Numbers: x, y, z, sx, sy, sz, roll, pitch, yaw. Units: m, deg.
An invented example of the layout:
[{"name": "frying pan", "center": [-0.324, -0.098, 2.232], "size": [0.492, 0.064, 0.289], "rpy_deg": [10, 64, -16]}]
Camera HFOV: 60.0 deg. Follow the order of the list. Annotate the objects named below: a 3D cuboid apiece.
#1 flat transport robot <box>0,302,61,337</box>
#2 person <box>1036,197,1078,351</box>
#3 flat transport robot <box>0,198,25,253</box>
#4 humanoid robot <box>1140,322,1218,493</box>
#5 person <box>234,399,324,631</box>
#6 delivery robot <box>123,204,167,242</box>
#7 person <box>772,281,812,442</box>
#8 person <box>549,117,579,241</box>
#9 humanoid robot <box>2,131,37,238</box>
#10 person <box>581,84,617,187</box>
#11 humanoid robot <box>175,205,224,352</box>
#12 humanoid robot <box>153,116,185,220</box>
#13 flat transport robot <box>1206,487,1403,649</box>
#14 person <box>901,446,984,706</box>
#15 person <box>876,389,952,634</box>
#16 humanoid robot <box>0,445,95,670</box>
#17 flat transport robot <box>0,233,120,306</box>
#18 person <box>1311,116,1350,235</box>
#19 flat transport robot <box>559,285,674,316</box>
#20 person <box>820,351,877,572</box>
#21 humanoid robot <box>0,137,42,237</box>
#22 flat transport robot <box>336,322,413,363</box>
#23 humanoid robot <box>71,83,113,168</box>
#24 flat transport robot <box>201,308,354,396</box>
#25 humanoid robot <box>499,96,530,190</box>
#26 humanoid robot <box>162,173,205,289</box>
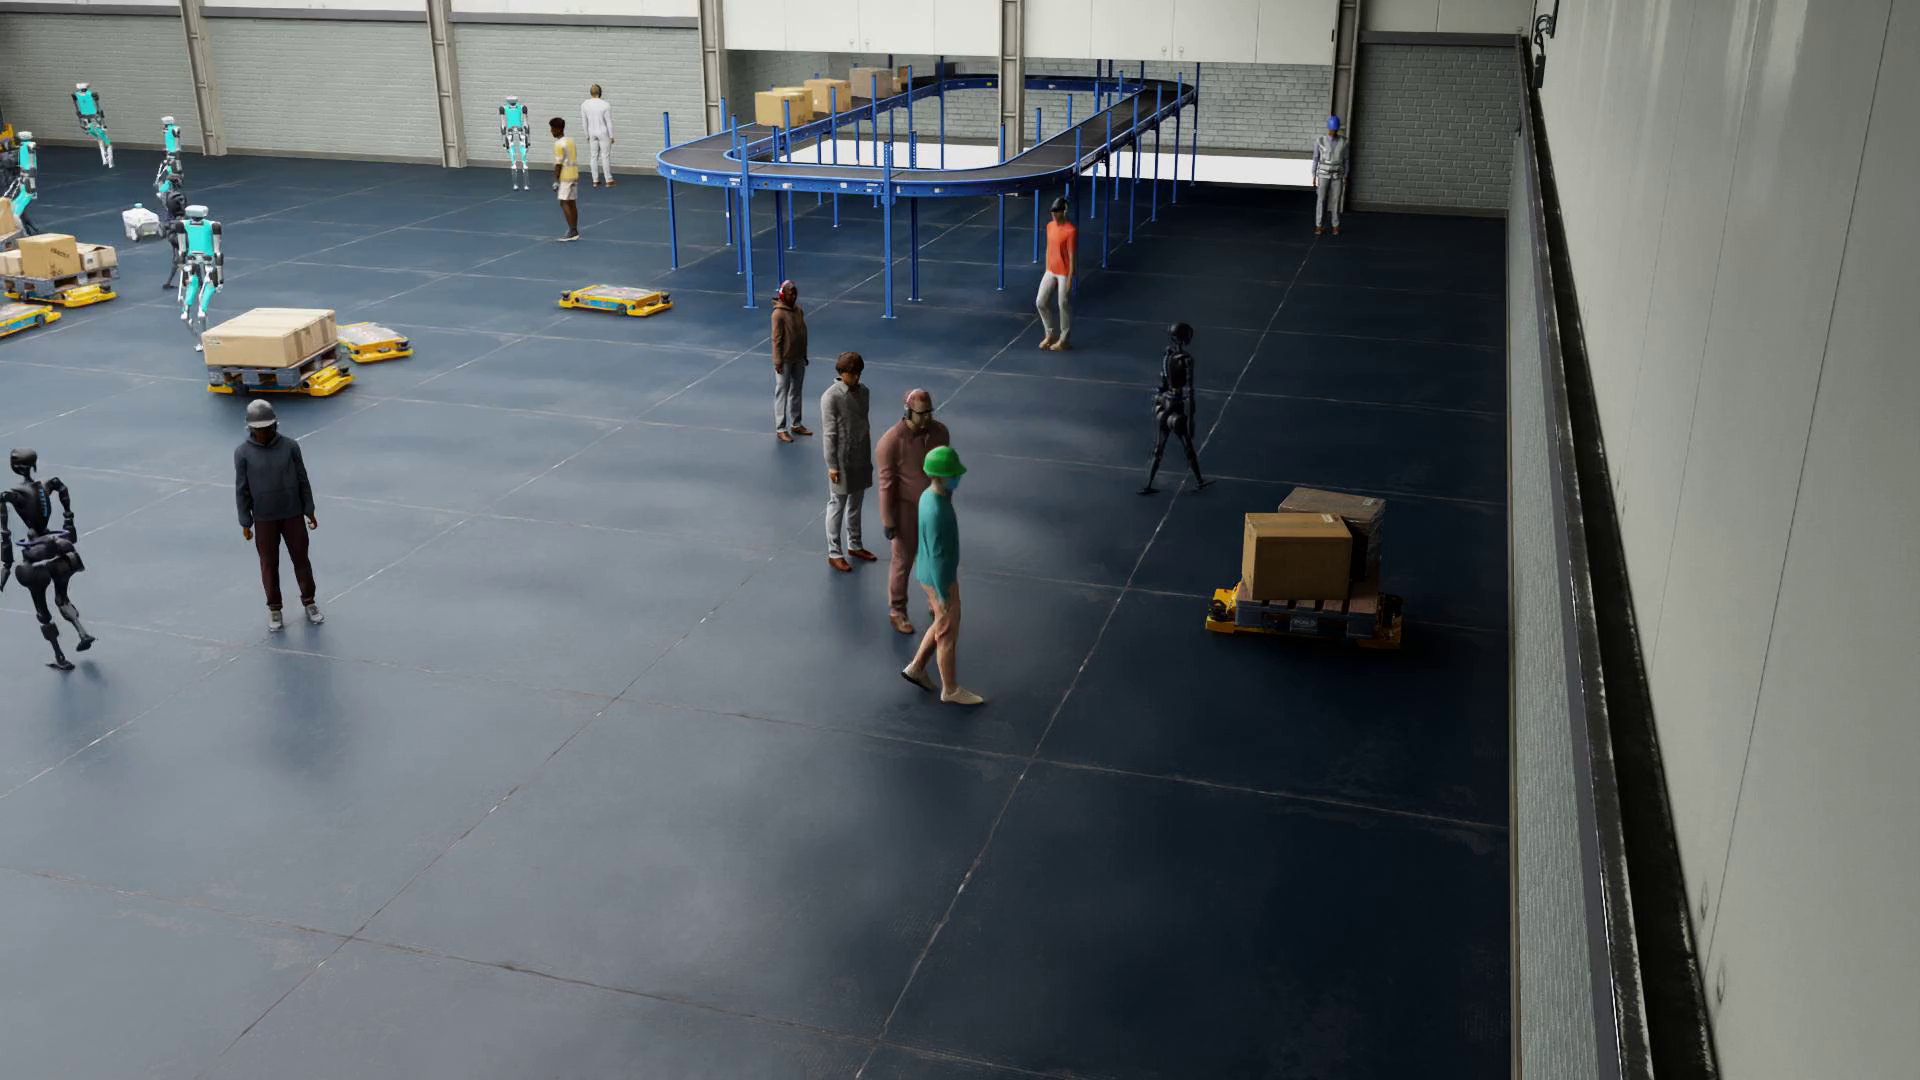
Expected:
[{"name": "flat transport robot", "center": [-12.361, -2.797, 21.432], "size": [0.659, 0.231, 1.431], "rpy_deg": [3, 21, 9]}, {"name": "person", "center": [1.174, -3.224, 20.283], "size": [0.550, 1.893, 0.523], "rpy_deg": [-19, 28, -40]}, {"name": "flat transport robot", "center": [-15.070, -4.342, 25.438], "size": [0.659, 0.231, 1.431], "rpy_deg": [-3, 21, -8]}, {"name": "humanoid robot", "center": [2.039, -1.225, 15.445], "size": [0.761, 1.631, 0.585], "rpy_deg": [-9, 23, -22]}, {"name": "person", "center": [-5.157, -0.200, 12.563], "size": [0.548, 1.806, 0.380], "rpy_deg": [-12, 24, -28]}, {"name": "delivery robot", "center": [-13.411, -5.198, 27.277], "size": [0.794, 0.606, 0.499], "rpy_deg": [20, 29, 41]}, {"name": "person", "center": [-1.750, -1.845, 17.035], "size": [0.324, 1.651, 0.472], "rpy_deg": [15, 26, 34]}, {"name": "person", "center": [-6.406, -5.894, 27.121], "size": [0.382, 1.960, 0.710], "rpy_deg": [5, 22, 13]}, {"name": "humanoid robot", "center": [-15.190, -5.625, 26.818], "size": [0.795, 1.833, 0.561], "rpy_deg": [-19, 28, -40]}, {"name": "person", "center": [-6.959, -7.800, 32.091], "size": [0.629, 1.940, 0.373], "rpy_deg": [5, 22, 13]}, {"name": "humanoid robot", "center": [-9.292, -3.147, 20.281], "size": [0.564, 1.748, 0.854], "rpy_deg": [-3, 21, -7]}, {"name": "humanoid robot", "center": [-13.710, -6.351, 28.661], "size": [0.720, 1.820, 0.547], "rpy_deg": [-18, 28, -39]}, {"name": "flat transport robot", "center": [2.643, 0.559, 12.728], "size": [1.431, 0.231, 0.659], "rpy_deg": [6, 22, 14]}, {"name": "person", "center": [-0.115, 0.239, 11.339], "size": [0.541, 1.867, 0.549], "rpy_deg": [0, 21, 0]}, {"name": "person", "center": [-0.305, -0.217, 12.483], "size": [0.647, 1.898, 0.407], "rpy_deg": [-14, 25, -33]}, {"name": "humanoid robot", "center": [-6.555, 0.132, 11.879], "size": [0.365, 1.649, 0.601], "rpy_deg": [11, 24, 27]}, {"name": "flat transport robot", "center": [-12.523, -3.479, 23.200], "size": [1.431, 0.231, 0.659], "rpy_deg": [10, 23, 23]}, {"name": "person", "center": [6.114, -6.020, 27.488], "size": [0.617, 1.932, 0.416], "rpy_deg": [0, 21, 0]}, {"name": "flat transport robot", "center": [-4.685, -3.264, 22.643], "size": [1.431, 0.231, 0.659], "rpy_deg": [10, 23, 23]}, {"name": "person", "center": [-0.909, -0.659, 13.723], "size": [0.364, 1.830, 0.503], "rpy_deg": [17, 27, 38]}, {"name": "humanoid robot", "center": [-15.342, -5.739, 27.114], "size": [0.608, 1.649, 0.331], "rpy_deg": [7, 22, 18]}, {"name": "flat transport robot", "center": [-7.355, -2.448, 20.527], "size": [0.659, 0.231, 1.431], "rpy_deg": [-17, 27, -37]}, {"name": "humanoid robot", "center": [-17.823, -8.543, 34.373], "size": [0.537, 1.815, 0.834], "rpy_deg": [-1, 21, -1]}, {"name": "flat transport robot", "center": [-7.733, -1.827, 18.917], "size": [1.431, 0.231, 0.659], "rpy_deg": [2, 21, 5]}, {"name": "humanoid robot", "center": [-8.398, -7.508, 31.542], "size": [0.530, 1.747, 0.687], "rpy_deg": [-7, 22, -17]}, {"name": "humanoid robot", "center": [-11.115, -4.382, 23.644], "size": [0.612, 1.640, 0.661], "rpy_deg": [18, 28, 39]}]
